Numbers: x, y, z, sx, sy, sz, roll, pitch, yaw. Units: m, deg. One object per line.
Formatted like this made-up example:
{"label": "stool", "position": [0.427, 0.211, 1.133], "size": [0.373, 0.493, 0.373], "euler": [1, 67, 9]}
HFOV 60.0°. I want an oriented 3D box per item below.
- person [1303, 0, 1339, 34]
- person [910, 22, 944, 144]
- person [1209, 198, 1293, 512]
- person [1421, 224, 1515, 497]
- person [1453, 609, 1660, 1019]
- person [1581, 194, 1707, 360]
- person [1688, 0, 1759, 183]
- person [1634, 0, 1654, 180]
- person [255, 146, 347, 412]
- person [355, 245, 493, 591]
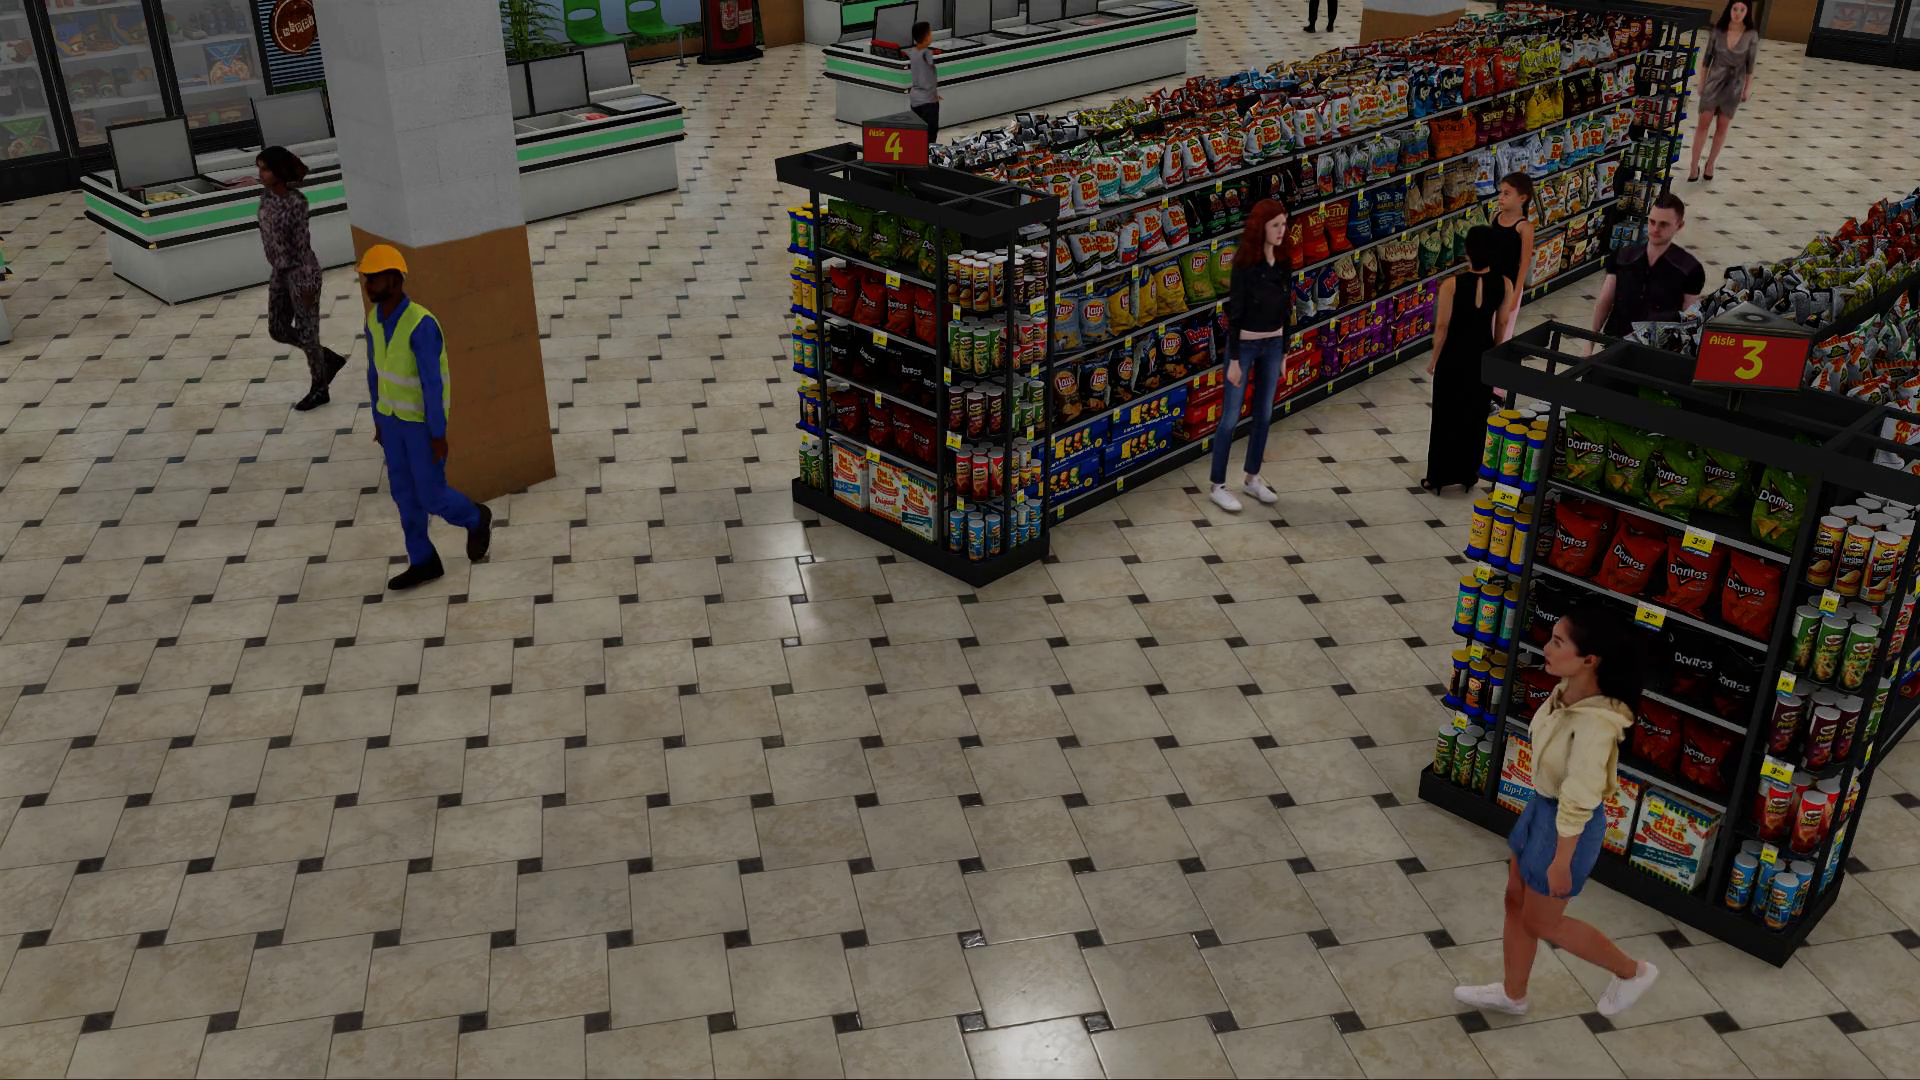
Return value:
{"label": "person", "position": [5.031, -7.908, 22.900], "size": [0.686, 1.755, 0.767], "euler": [-3, 27, -5]}
{"label": "person", "position": [-0.355, -4.392, 16.297], "size": [0.569, 1.456, 0.503], "euler": [22, 34, 37]}
{"label": "person", "position": [1.638, -1.031, 9.300], "size": [0.573, 1.789, 0.696], "euler": [-12, 29, -23]}
{"label": "person", "position": [2.883, -1.006, 9.468], "size": [0.634, 1.593, 0.710], "euler": [-2, 27, -4]}
{"label": "person", "position": [2.086, 0.974, 5.537], "size": [0.954, 1.617, 0.940], "euler": [5, 27, 9]}
{"label": "person", "position": [3.856, -1.052, 9.348], "size": [1.205, 1.783, 0.679], "euler": [-24, 35, -39]}
{"label": "person", "position": [7.240, -4.275, 15.762], "size": [0.775, 1.730, 0.889], "euler": [11, 29, 21]}
{"label": "person", "position": [5.772, -3.743, 14.594], "size": [1.045, 1.839, 1.132], "euler": [8, 28, 15]}
{"label": "person", "position": [-4.197, -1.686, 10.682], "size": [0.657, 1.707, 0.745], "euler": [17, 31, 30]}
{"label": "person", "position": [-2.733, -0.632, 8.497], "size": [0.771, 1.804, 0.924], "euler": [17, 31, 29]}
